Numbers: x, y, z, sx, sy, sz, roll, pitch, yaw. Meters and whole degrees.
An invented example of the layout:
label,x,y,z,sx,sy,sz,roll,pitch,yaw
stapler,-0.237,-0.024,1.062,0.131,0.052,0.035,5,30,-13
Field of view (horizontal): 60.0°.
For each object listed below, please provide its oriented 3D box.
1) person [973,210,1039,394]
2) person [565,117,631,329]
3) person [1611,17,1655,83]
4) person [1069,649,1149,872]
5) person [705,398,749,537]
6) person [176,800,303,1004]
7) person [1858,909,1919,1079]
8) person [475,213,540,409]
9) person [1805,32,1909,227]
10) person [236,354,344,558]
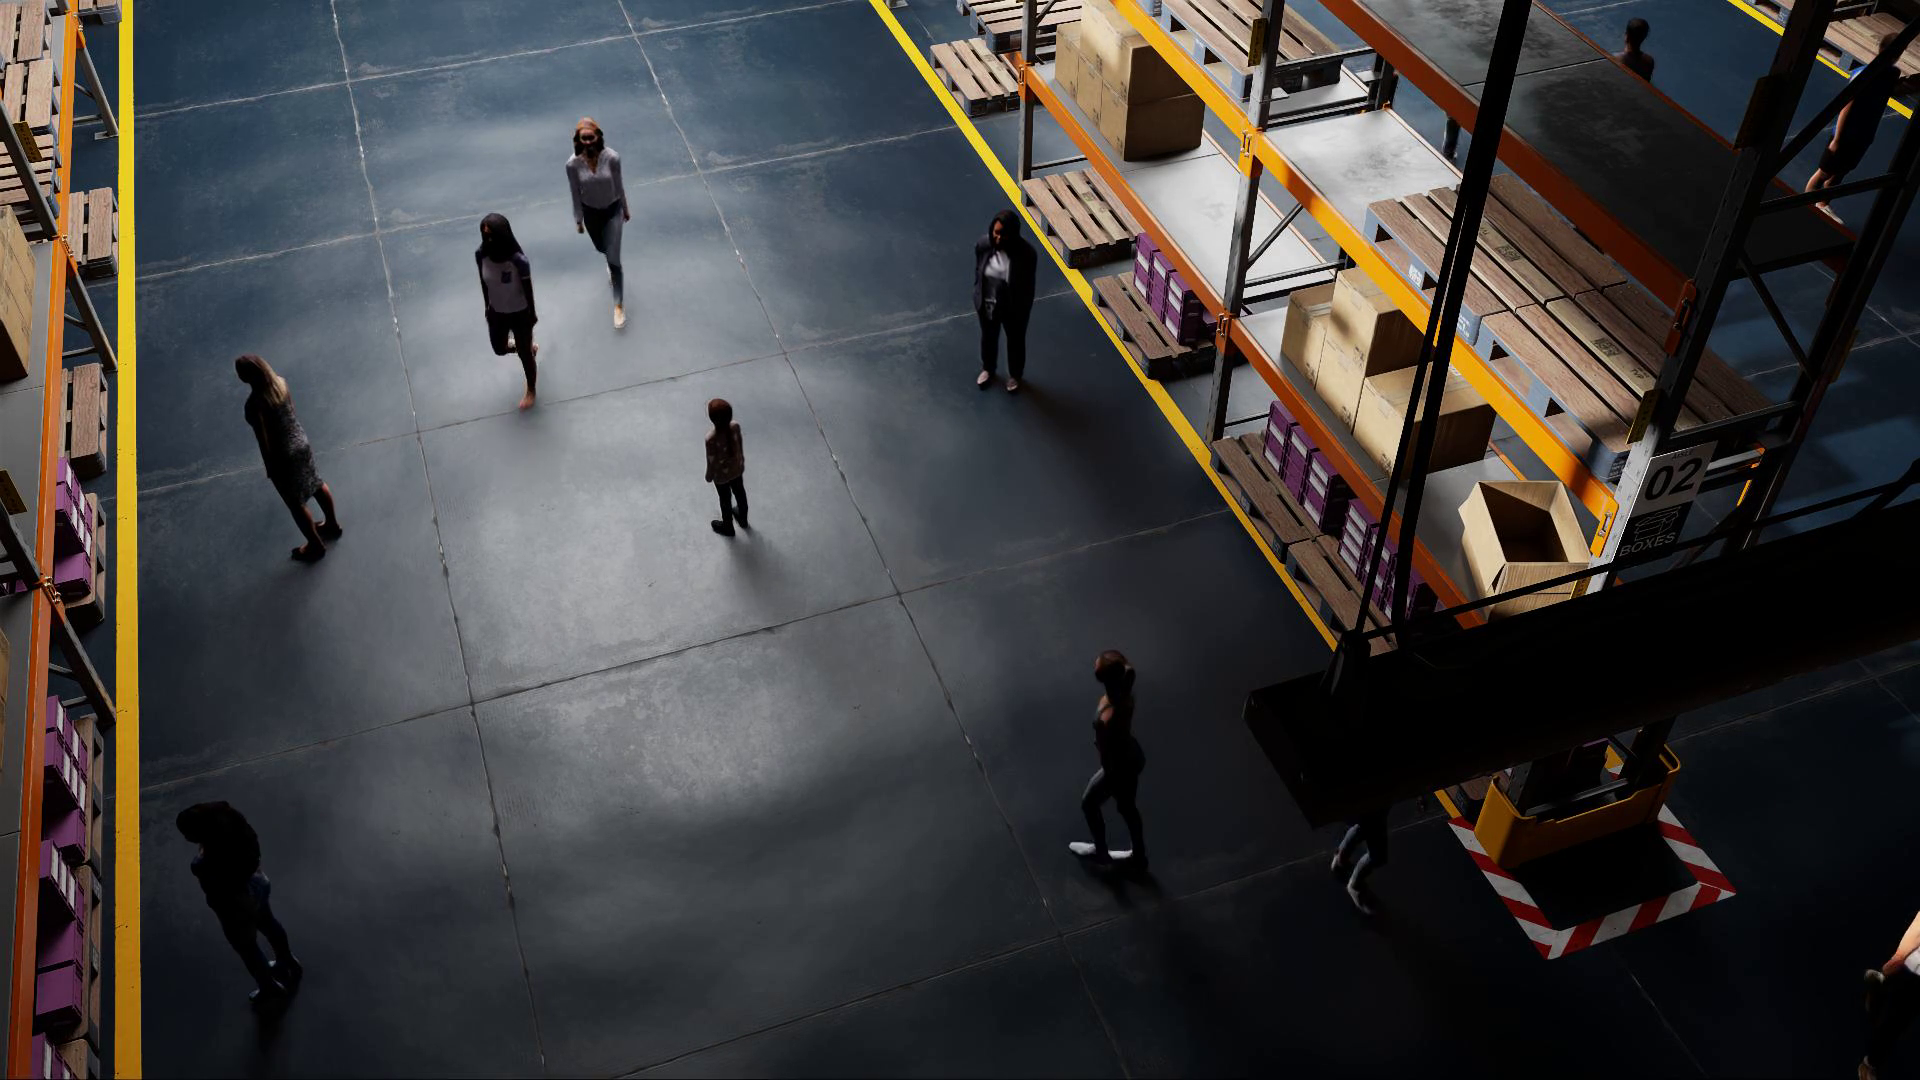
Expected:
label,x,y,z,sx,sy,sz,roll,pitch,yaw
person,0.350,-1.872,13.030,0.787,1.595,0.831,11,45,11
person,-2.979,-2.731,13.816,0.777,1.755,1.226,-5,44,-5
person,5.886,-3.763,14.906,1.016,1.747,0.865,-13,45,-13
person,0.973,1.348,9.603,0.855,1.660,0.799,9,44,9
person,-1.672,-0.528,11.911,0.546,1.194,0.569,-34,53,-31
person,-3.857,1.935,9.014,0.779,1.623,0.665,3,44,3
person,5.056,2.137,8.615,0.927,1.880,1.116,4,44,4
person,-3.454,-1.843,12.927,0.821,1.697,0.895,12,45,12
person,7.870,-3.611,14.658,0.647,1.867,0.580,-16,46,-16
person,-4.686,-0.602,11.623,0.700,1.698,0.618,12,45,13
